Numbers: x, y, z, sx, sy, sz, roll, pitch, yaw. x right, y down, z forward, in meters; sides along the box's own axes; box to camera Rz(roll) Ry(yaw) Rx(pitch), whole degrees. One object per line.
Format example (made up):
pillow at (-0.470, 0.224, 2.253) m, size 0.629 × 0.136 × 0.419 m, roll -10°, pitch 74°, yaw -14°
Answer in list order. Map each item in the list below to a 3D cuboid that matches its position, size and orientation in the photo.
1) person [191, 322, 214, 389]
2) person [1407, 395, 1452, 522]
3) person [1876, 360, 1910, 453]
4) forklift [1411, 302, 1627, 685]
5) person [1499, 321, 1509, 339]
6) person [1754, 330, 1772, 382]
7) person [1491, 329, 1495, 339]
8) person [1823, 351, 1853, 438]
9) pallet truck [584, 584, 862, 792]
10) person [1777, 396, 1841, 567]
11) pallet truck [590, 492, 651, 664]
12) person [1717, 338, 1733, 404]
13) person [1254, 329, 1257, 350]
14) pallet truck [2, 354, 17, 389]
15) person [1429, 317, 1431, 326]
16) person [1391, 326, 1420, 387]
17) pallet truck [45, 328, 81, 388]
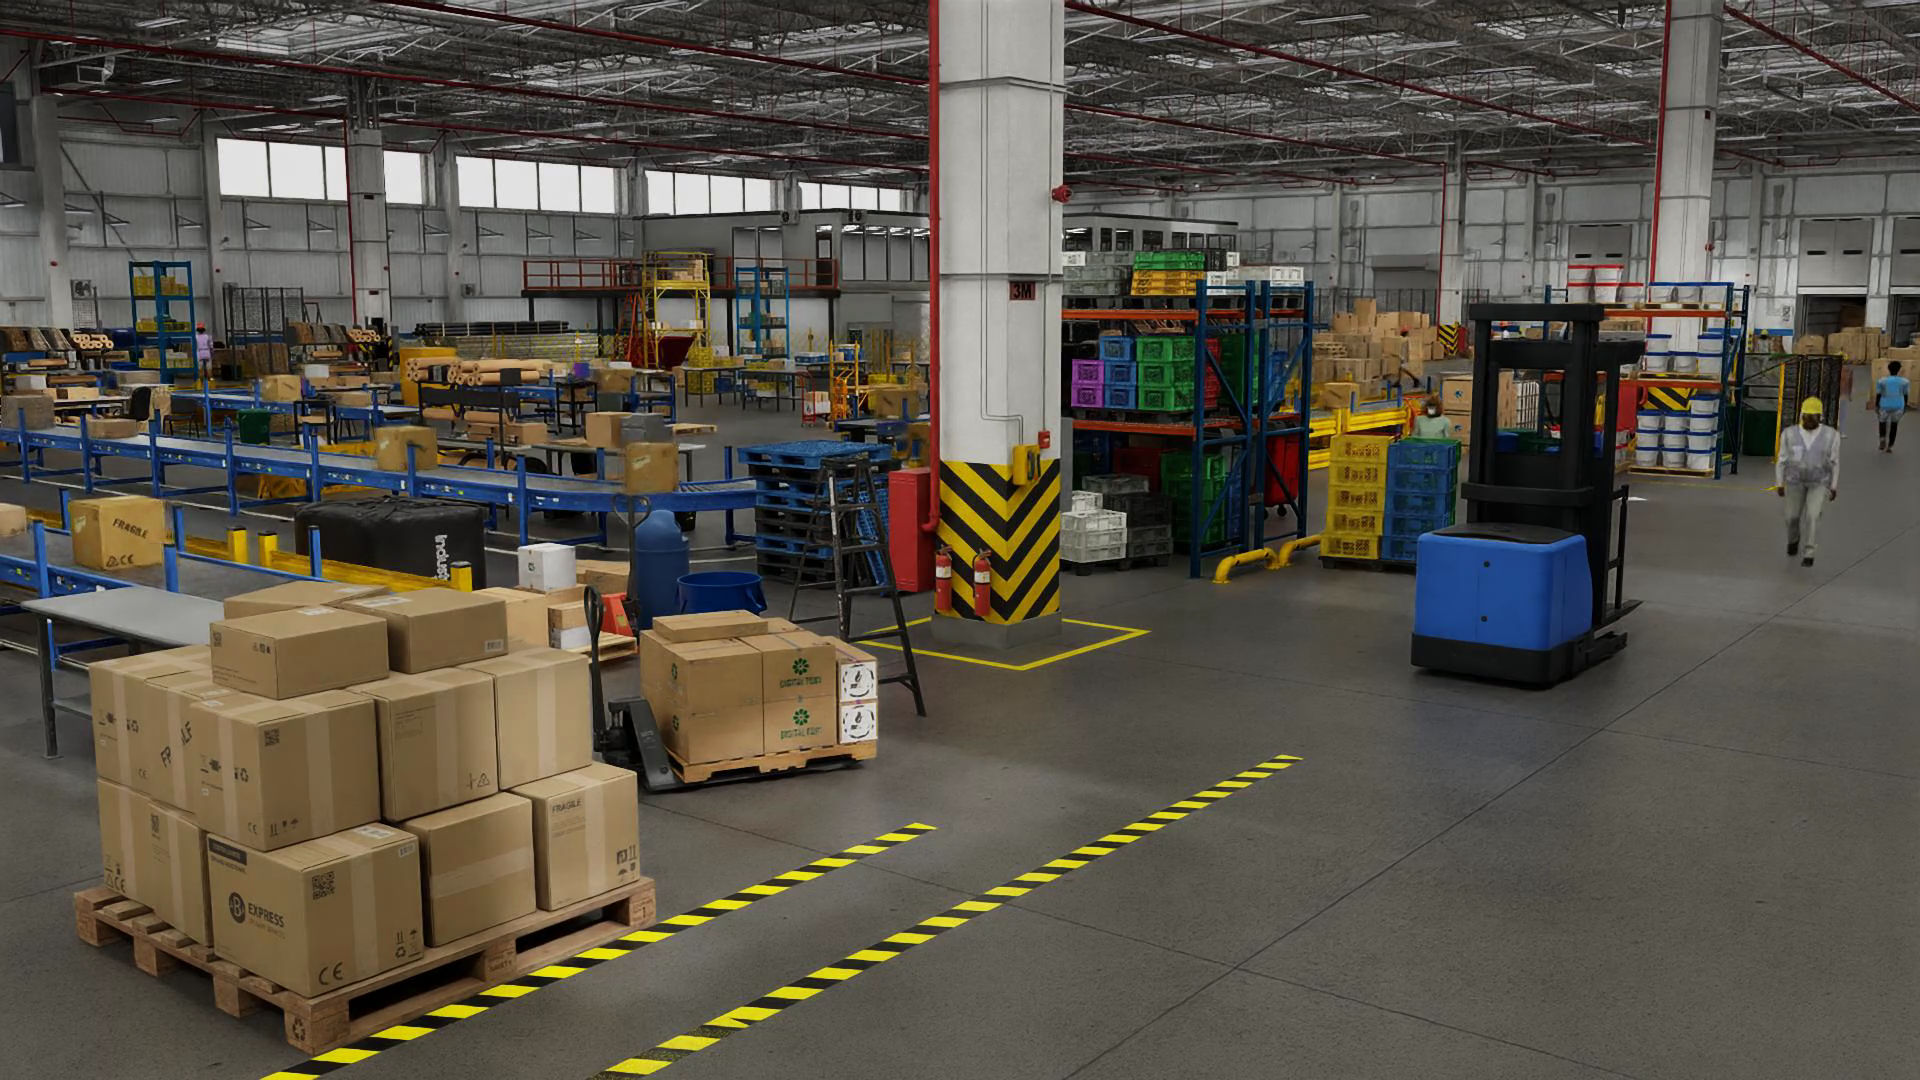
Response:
person at (-22.263, -5.369, 48.897) m, size 0.605 × 2.045 × 0.377 m, roll -5°, pitch 10°, yaw -33°
person at (5.907, -1.015, 20.991) m, size 0.589 × 1.618 × 0.317 m, roll 5°, pitch 10°, yaw 32°
person at (16.957, -2.426, 30.256) m, size 0.543 × 1.679 × 0.372 m, roll 4°, pitch 10°, yaw 27°
forklift at (4.379, -0.438, 12.852) m, size 1.129 × 2.768 × 1.873 m, roll 7°, pitch 11°, yaw 37°
person at (18.985, -6.678, 58.114) m, size 0.397 × 1.927 × 0.545 m, roll 3°, pitch 9°, yaw 22°
person at (26.392, -6.045, 54.584) m, size 0.878 × 1.708 × 0.481 m, roll -8°, pitch 12°, yaw -43°
person at (13.777, -4.547, 43.520) m, size 0.383 × 1.996 × 0.609 m, roll 2°, pitch 9°, yaw 11°
person at (17.623, -2.922, 33.408) m, size 0.525 × 1.749 × 0.531 m, roll -1°, pitch 8°, yaw -6°
pallet truck at (-1.426, 0.805, 10.019) m, size 1.601 × 1.201 × 0.680 m, roll -4°, pitch 9°, yaw -26°
person at (9.043, -0.632, 17.745) m, size 0.599 × 1.818 × 0.499 m, roll 5°, pitch 10°, yaw 31°
pallet truck at (-3.115, 0.344, 12.883) m, size 0.653 × 1.274 × 1.630 m, roll 7°, pitch 11°, yaw 37°
person at (17.292, -3.622, 37.518) m, size 0.650 × 1.929 × 0.563 m, roll -8°, pitch 12°, yaw -44°
person at (15.100, -10.755, 85.686) m, size 0.621 × 1.890 × 0.908 m, roll -8°, pitch 11°, yaw -42°
pallet truck at (-24.881, -4.417, 42.634) m, size 1.885 × 1.965 × 0.823 m, roll 8°, pitch 11°, yaw 41°
person at (22.675, -9.923, 80.414) m, size 0.930 × 1.796 × 0.658 m, roll 1°, pitch 8°, yaw 4°
person at (13.695, -5.611, 50.992) m, size 0.823 × 1.912 × 0.551 m, roll 4°, pitch 9°, yaw 23°
pallet truck at (-23.775, -4.544, 43.495) m, size 1.885 × 1.965 × 0.823 m, roll 6°, pitch 10°, yaw 35°
